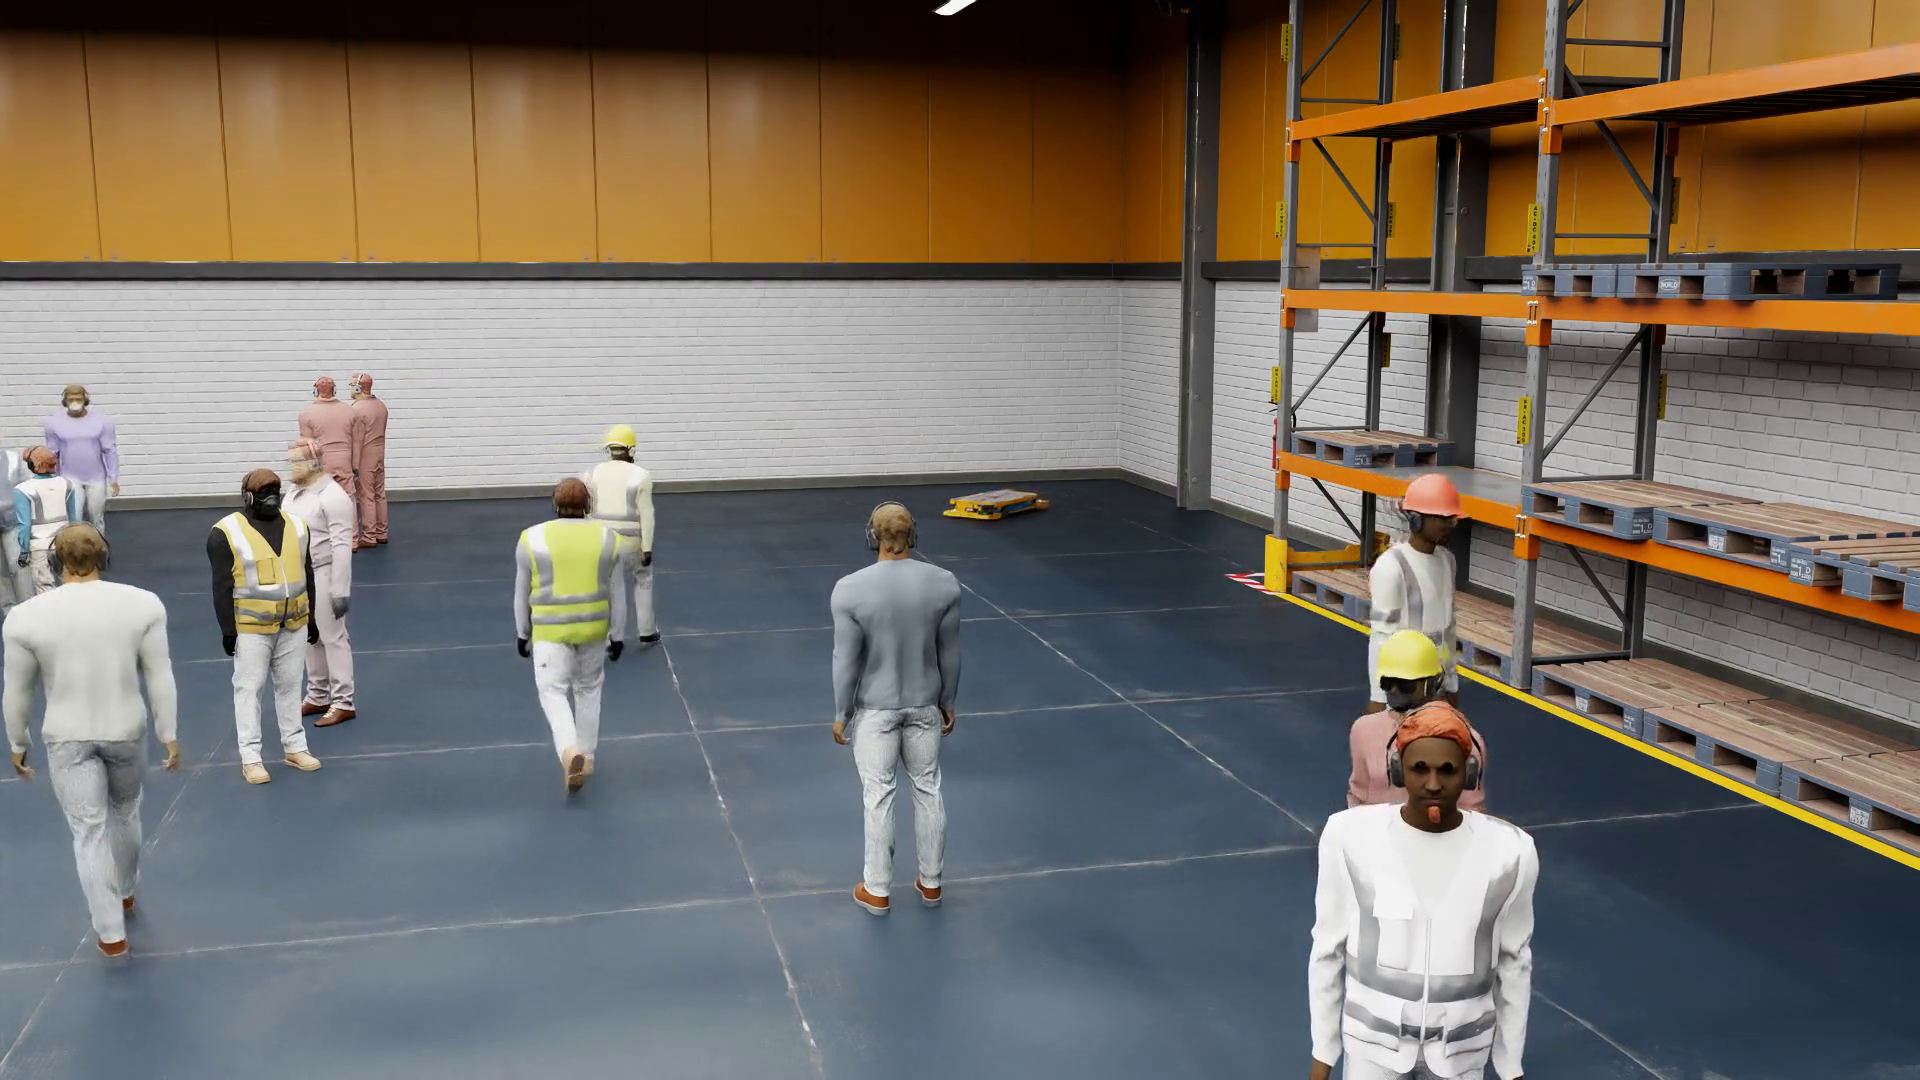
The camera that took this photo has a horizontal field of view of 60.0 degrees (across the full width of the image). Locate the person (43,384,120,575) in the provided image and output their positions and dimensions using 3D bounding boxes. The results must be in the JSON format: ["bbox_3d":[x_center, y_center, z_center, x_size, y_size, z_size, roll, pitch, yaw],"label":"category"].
[{"bbox_3d":[-8.531,-0.556,16.196,0.644,1.898,0.920,-4,10,-26],"label":"person"}]

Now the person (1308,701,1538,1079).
[{"bbox_3d":[1.207,1.348,4.399,0.573,1.883,0.356,2,9,9],"label":"person"}]

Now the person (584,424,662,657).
[{"bbox_3d":[-2.628,-0.012,13.122,0.617,1.802,0.759,2,9,13],"label":"person"}]

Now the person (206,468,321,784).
[{"bbox_3d":[-4.082,0.495,9.845,0.429,1.847,0.627,7,12,38],"label":"person"}]

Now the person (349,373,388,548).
[{"bbox_3d":[-6.490,-0.867,18.134,0.407,1.913,0.641,1,9,8],"label":"person"}]

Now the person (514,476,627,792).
[{"bbox_3d":[-2.245,0.540,9.660,0.630,1.817,0.772,-4,10,-24],"label":"person"}]

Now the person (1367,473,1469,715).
[{"bbox_3d":[2.220,0.686,8.072,0.641,2.031,0.430,-9,13,-44],"label":"person"}]

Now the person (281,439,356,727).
[{"bbox_3d":[-4.278,0.284,11.011,0.684,1.908,0.395,7,11,37],"label":"person"}]

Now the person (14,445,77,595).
[{"bbox_3d":[-7.192,0.069,13.132,0.315,1.641,0.515,4,10,24],"label":"person"}]

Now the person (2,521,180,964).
[{"bbox_3d":[-3.875,0.855,7.403,0.661,1.901,0.929,-6,11,-35],"label":"person"}]

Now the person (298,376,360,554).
[{"bbox_3d":[-6.670,-0.777,17.588,0.643,1.910,0.400,-8,12,-43],"label":"person"}]

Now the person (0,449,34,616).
[{"bbox_3d":[-7.980,-0.105,13.799,0.637,1.780,0.680,-4,10,-22],"label":"person"}]

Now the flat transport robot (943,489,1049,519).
[{"bbox_3d":[0.459,-0.447,20.620,0.652,0.197,1.431,6,11,33],"label":"flat transport robot"}]

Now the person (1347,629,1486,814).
[{"bbox_3d":[1.646,1.159,5.960,0.530,1.750,0.576,8,12,39],"label":"person"}]

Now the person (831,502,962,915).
[{"bbox_3d":[-0.300,0.784,7.762,0.627,1.934,0.372,-3,10,-19],"label":"person"}]
